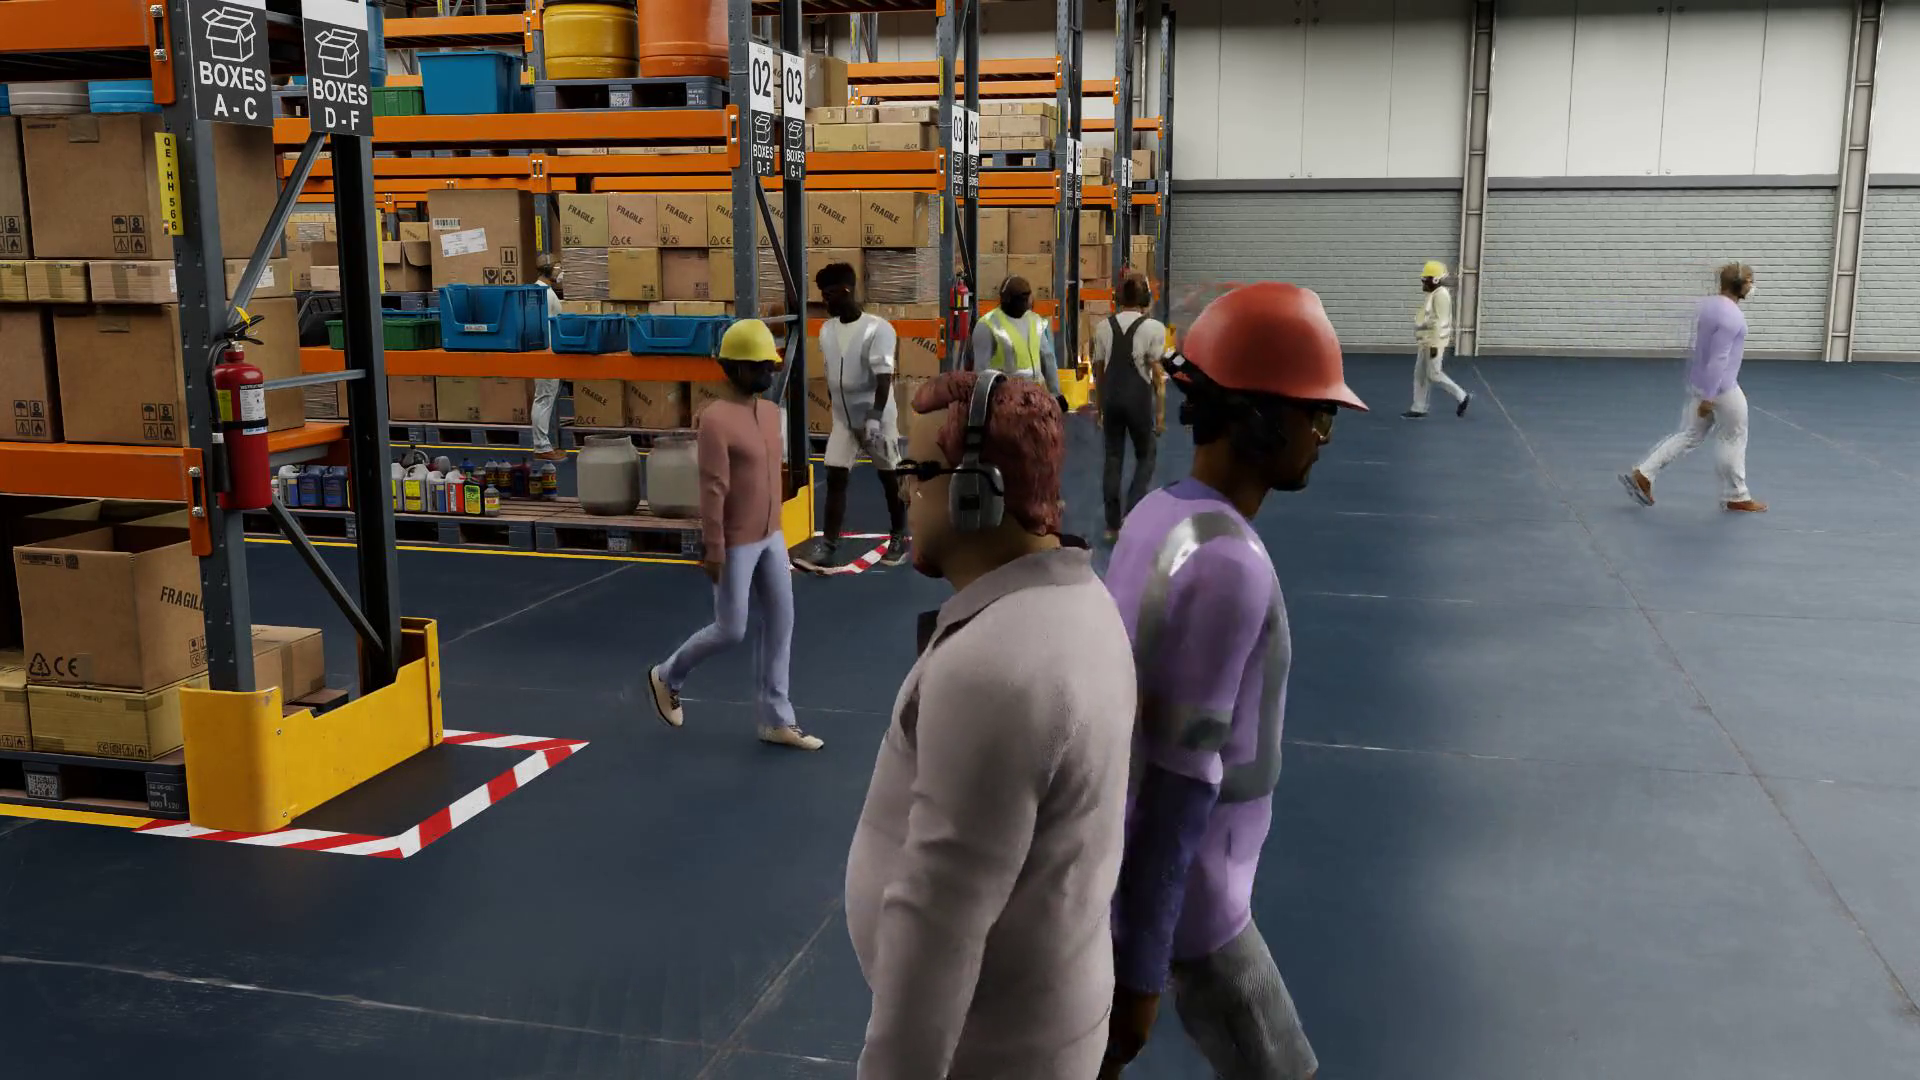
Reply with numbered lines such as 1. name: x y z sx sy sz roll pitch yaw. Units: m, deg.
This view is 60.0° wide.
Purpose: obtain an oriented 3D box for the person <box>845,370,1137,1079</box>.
1. person: 0.095 0.691 2.394 0.910 1.872 0.642 1 10 8

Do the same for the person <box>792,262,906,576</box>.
1. person: -0.638 -0.736 10.195 0.630 1.899 0.971 6 12 31

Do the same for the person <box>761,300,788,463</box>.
1. person: -1.355 -0.952 12.210 0.468 1.616 0.503 6 12 30

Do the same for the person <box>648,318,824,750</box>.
1. person: -0.915 -0.021 6.690 0.704 1.742 0.528 6 12 28

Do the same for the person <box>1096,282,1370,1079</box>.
1. person: 0.309 0.562 2.820 1.047 1.986 0.606 -1 10 -7

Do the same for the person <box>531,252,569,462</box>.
1. person: -3.822 -1.682 15.376 0.375 1.931 0.632 -3 11 -16

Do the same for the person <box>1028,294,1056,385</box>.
1. person: 0.594 -1.444 14.982 0.533 1.595 0.861 3 11 14

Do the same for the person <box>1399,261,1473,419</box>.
1. person: 5.426 -2.254 18.865 0.727 1.813 0.596 0 10 1

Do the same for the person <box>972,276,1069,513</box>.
1. person: 0.444 -1.032 12.164 0.984 1.770 0.637 9 14 40

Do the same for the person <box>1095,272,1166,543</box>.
1. person: 1.138 -0.879 11.202 0.556 1.825 0.388 5 12 27

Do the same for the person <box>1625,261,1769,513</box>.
1. person: 5.596 -1.142 12.484 0.952 1.905 0.624 1 10 6
